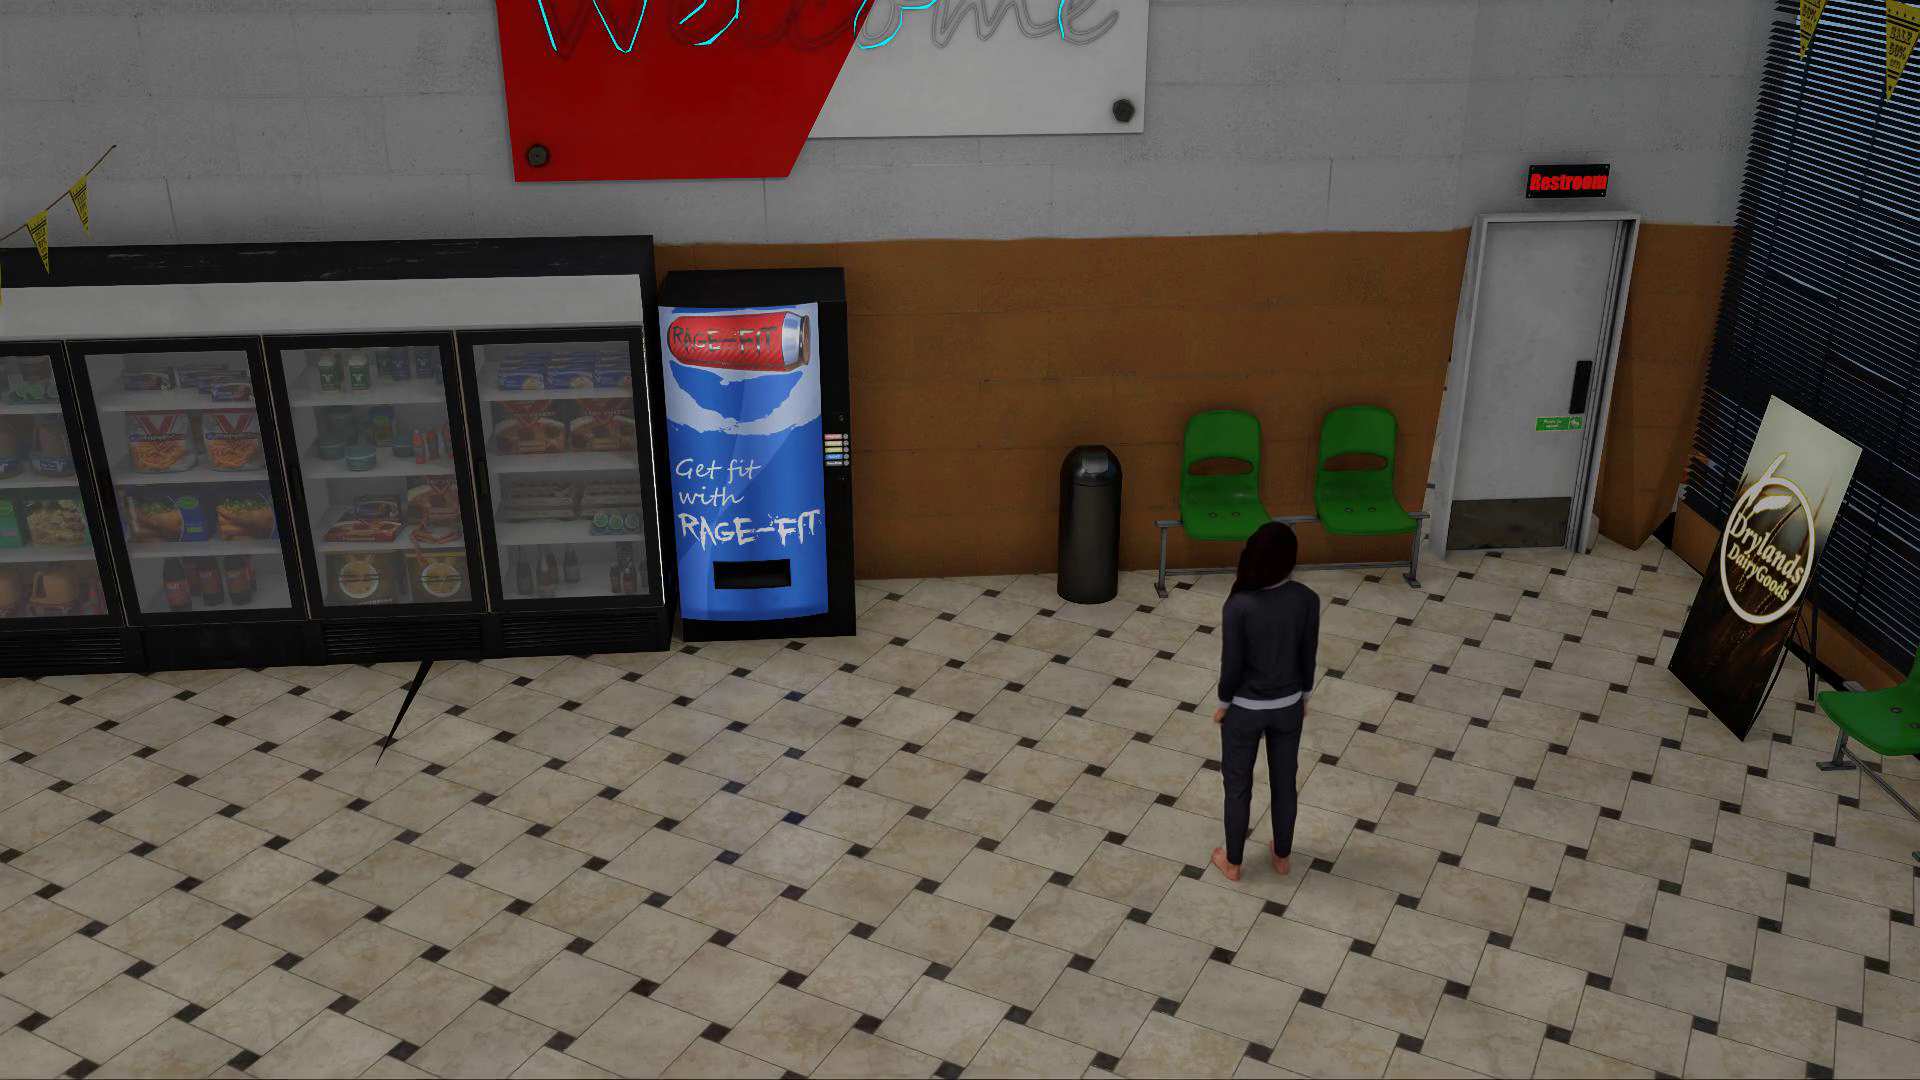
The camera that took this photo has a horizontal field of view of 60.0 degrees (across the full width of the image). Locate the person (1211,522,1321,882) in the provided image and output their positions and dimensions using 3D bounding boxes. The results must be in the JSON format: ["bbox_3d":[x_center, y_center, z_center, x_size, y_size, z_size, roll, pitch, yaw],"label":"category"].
[{"bbox_3d":[1.381,0.741,7.532,0.626,1.767,0.534,-4,24,-9],"label":"person"}]
